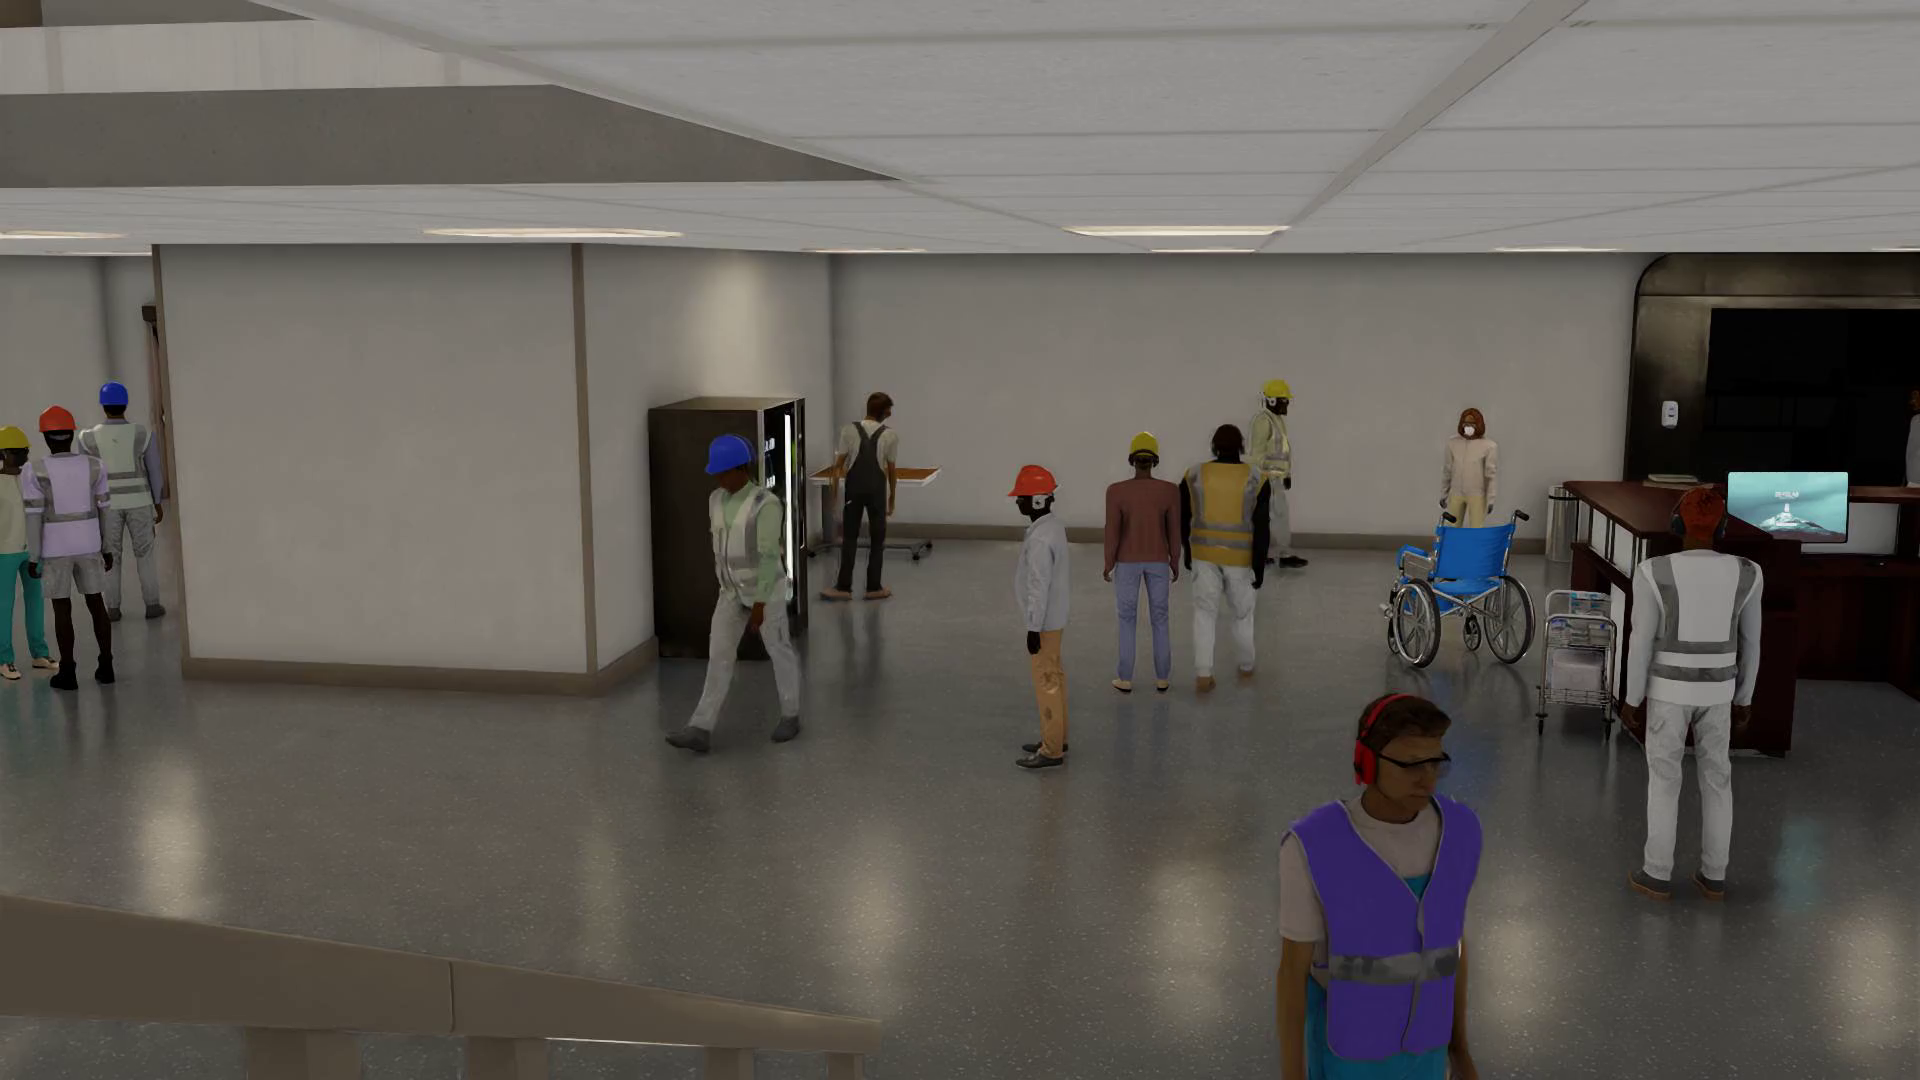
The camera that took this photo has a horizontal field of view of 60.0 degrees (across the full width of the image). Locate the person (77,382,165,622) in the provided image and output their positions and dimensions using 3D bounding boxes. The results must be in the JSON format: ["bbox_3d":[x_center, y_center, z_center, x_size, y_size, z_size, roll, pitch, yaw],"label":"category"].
[{"bbox_3d":[-6.798,-0.307,13.515,0.605,1.950,0.381,-3,10,-21],"label":"person"}]

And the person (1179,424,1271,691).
[{"bbox_3d":[1.812,0.109,11.410,0.631,1.837,0.619,2,10,15],"label":"person"}]

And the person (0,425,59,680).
[{"bbox_3d":[-6.607,0.080,11.683,0.303,1.772,0.530,5,10,27],"label":"person"}]

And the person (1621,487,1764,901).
[{"bbox_3d":[3.295,0.699,7.514,0.581,1.882,0.339,0,9,3],"label":"person"}]

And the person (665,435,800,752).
[{"bbox_3d":[-1.293,0.323,9.804,0.634,1.878,1.000,7,11,36],"label":"person"}]

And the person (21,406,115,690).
[{"bbox_3d":[-6.084,0.051,11.352,0.377,1.932,0.551,9,13,43],"label":"person"}]

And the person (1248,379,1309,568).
[{"bbox_3d":[3.094,-0.629,15.930,0.759,1.804,0.627,4,10,22],"label":"person"}]

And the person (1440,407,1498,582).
[{"bbox_3d":[4.578,-0.382,14.982,0.506,1.626,0.290,7,12,39],"label":"person"}]

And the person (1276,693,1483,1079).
[{"bbox_3d":[1.020,1.270,4.135,0.617,1.838,0.384,-4,10,-24],"label":"person"}]

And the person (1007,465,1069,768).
[{"bbox_3d":[0.447,0.433,9.587,0.356,1.744,0.565,2,9,9],"label":"person"}]

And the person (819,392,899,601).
[{"bbox_3d":[-0.886,-0.368,14.364,0.712,1.810,0.375,0,9,-3],"label":"person"}]

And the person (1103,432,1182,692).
[{"bbox_3d":[1.230,0.151,11.265,0.534,1.767,0.320,-1,9,-5],"label":"person"}]
